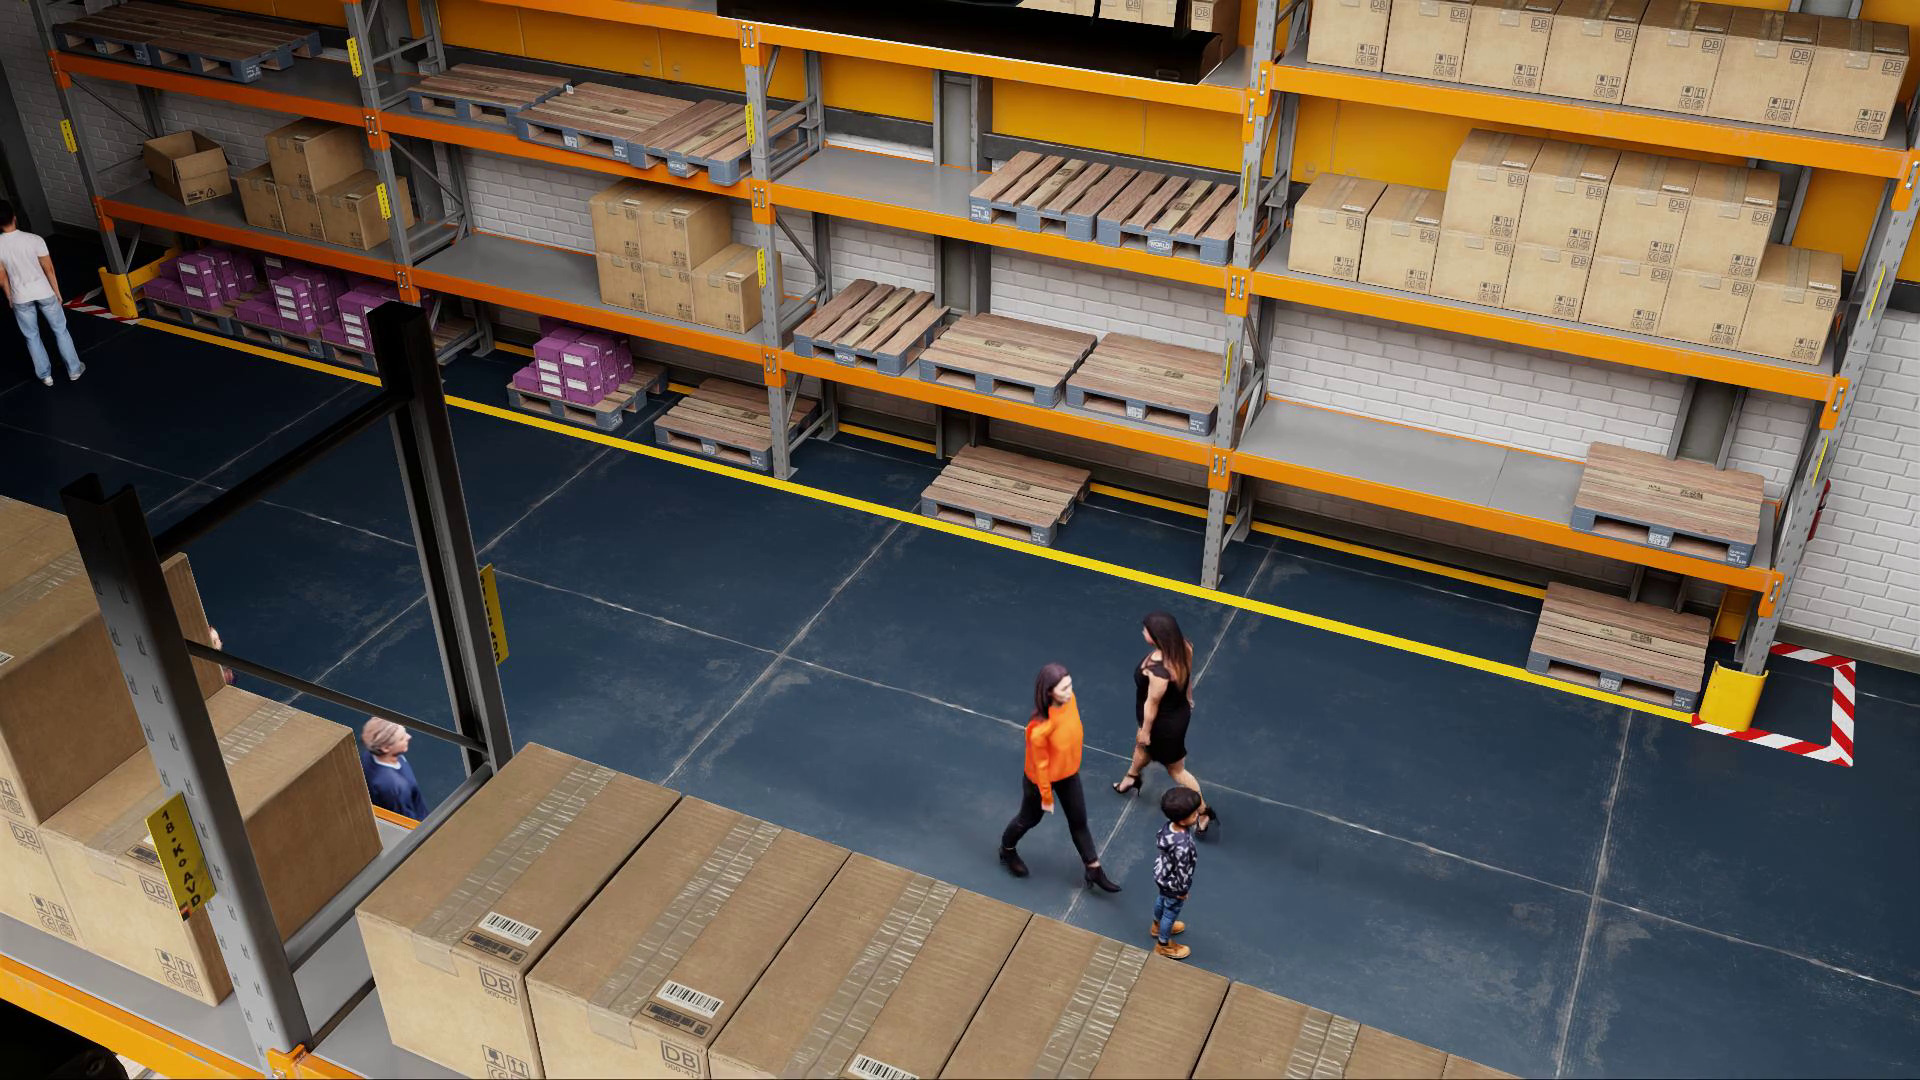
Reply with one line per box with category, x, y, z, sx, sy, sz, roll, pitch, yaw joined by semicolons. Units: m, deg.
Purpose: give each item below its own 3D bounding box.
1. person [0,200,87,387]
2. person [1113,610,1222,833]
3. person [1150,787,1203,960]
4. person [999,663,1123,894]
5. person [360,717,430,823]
person;-8.907;-2.372;15.965;0.756;1.867;0.792;-15;36;-21
person;1.408;1.215;10.747;1.052;1.669;0.710;17;37;24
person;1.283;1.982;9.974;0.580;1.248;0.558;-1;34;-2
person;0.486;1.468;10.337;1.114;1.702;0.771;22;39;29
person;-3.252;1.759;9.750;0.798;1.867;0.688;-19;38;-26
